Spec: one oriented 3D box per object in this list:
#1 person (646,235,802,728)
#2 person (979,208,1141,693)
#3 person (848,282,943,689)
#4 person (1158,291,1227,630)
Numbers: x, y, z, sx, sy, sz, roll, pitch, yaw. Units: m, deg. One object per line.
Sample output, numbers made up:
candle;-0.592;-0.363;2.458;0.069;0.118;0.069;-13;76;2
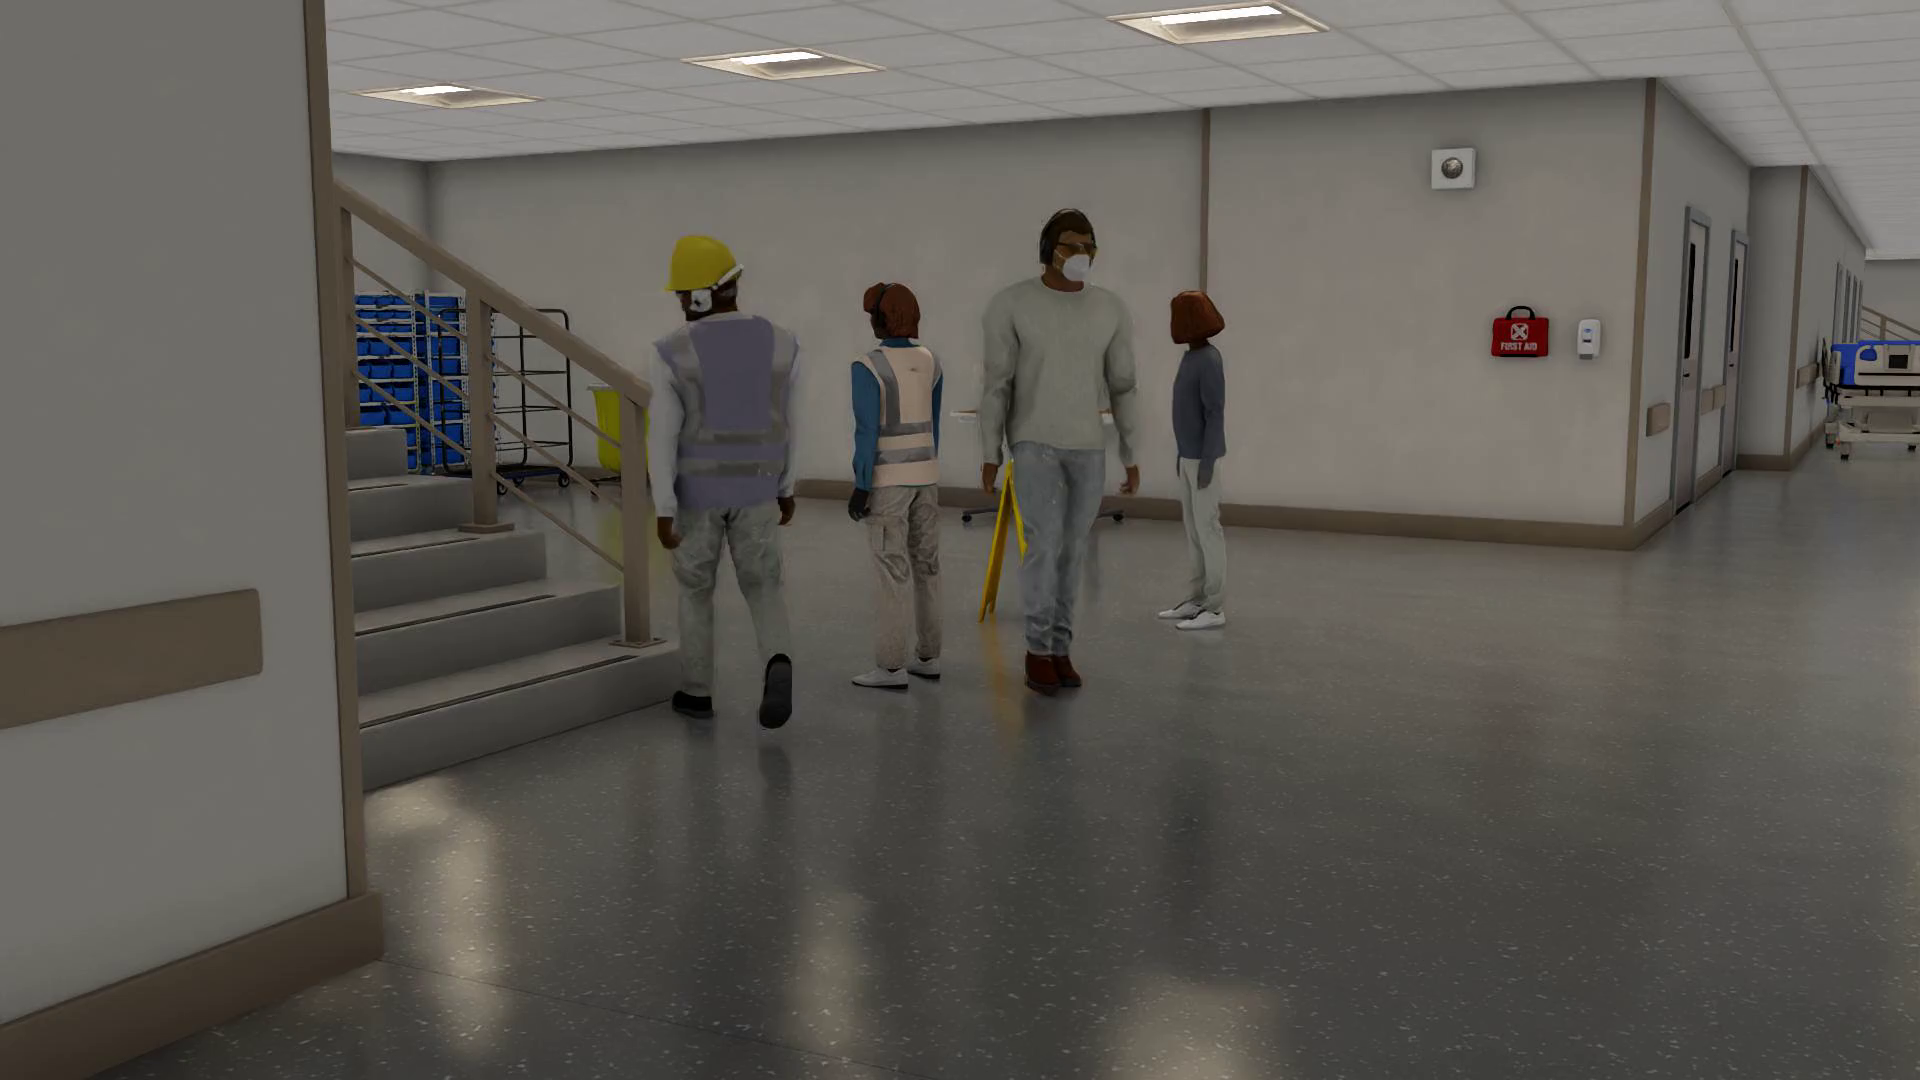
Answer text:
person;-0.846;-0.195;6.011;0.604;1.786;0.738;-3;8;-25
person;0.417;-0.341;6.621;0.657;1.917;0.579;-2;8;-18
person;-0.255;-0.216;6.742;0.314;1.641;0.515;6;9;38
person;1.140;-0.382;8.049;0.284;1.631;0.502;-1;7;-6
